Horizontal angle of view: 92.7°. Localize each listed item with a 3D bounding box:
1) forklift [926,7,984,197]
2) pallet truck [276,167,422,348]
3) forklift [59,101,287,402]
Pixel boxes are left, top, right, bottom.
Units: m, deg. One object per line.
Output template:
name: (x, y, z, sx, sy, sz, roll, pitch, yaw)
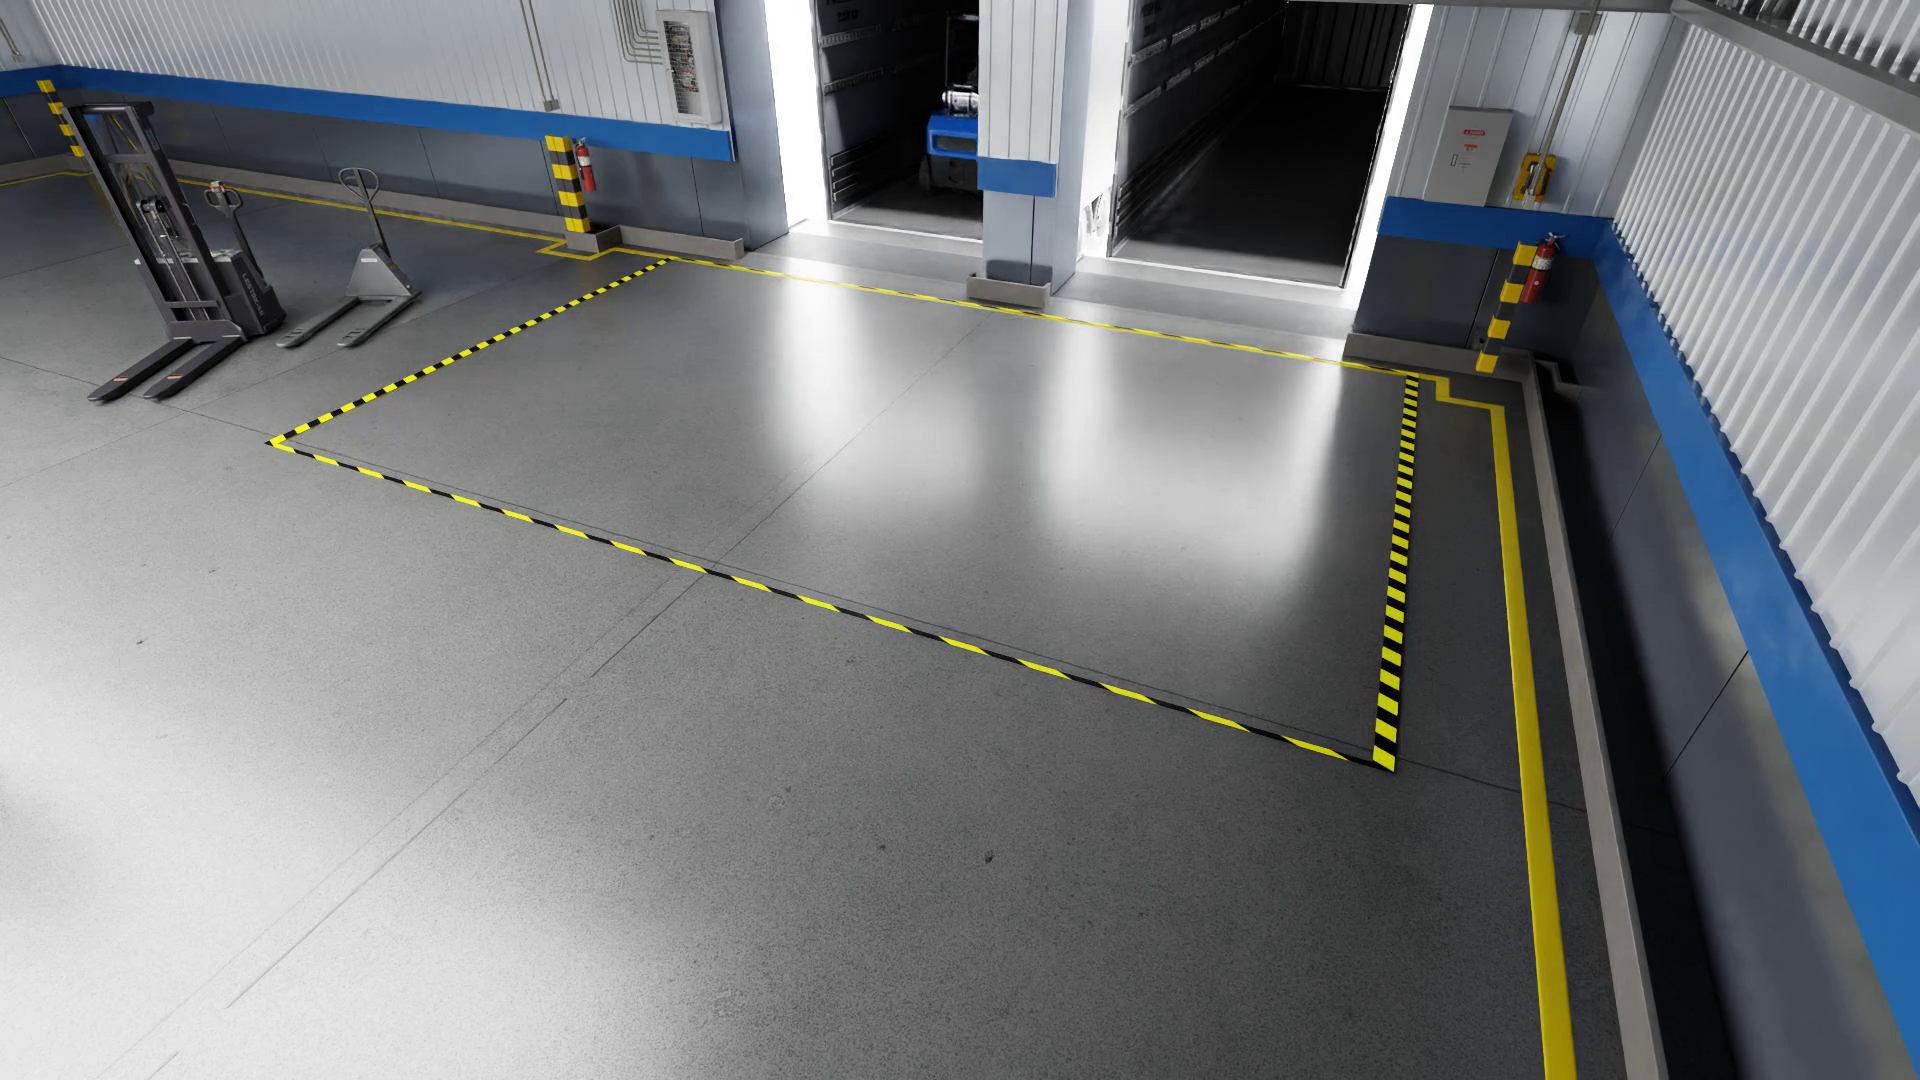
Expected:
forklift: (0.542, -5.937, 12.192, 1.157, 2.036, 2.680, 16, 38, 21)
pallet truck: (-5.732, -2.611, 8.414, 0.680, 1.201, 1.601, -1, 35, -1)
forklift: (-6.686, -2.387, 7.434, 0.823, 1.965, 1.885, -3, 35, -5)
